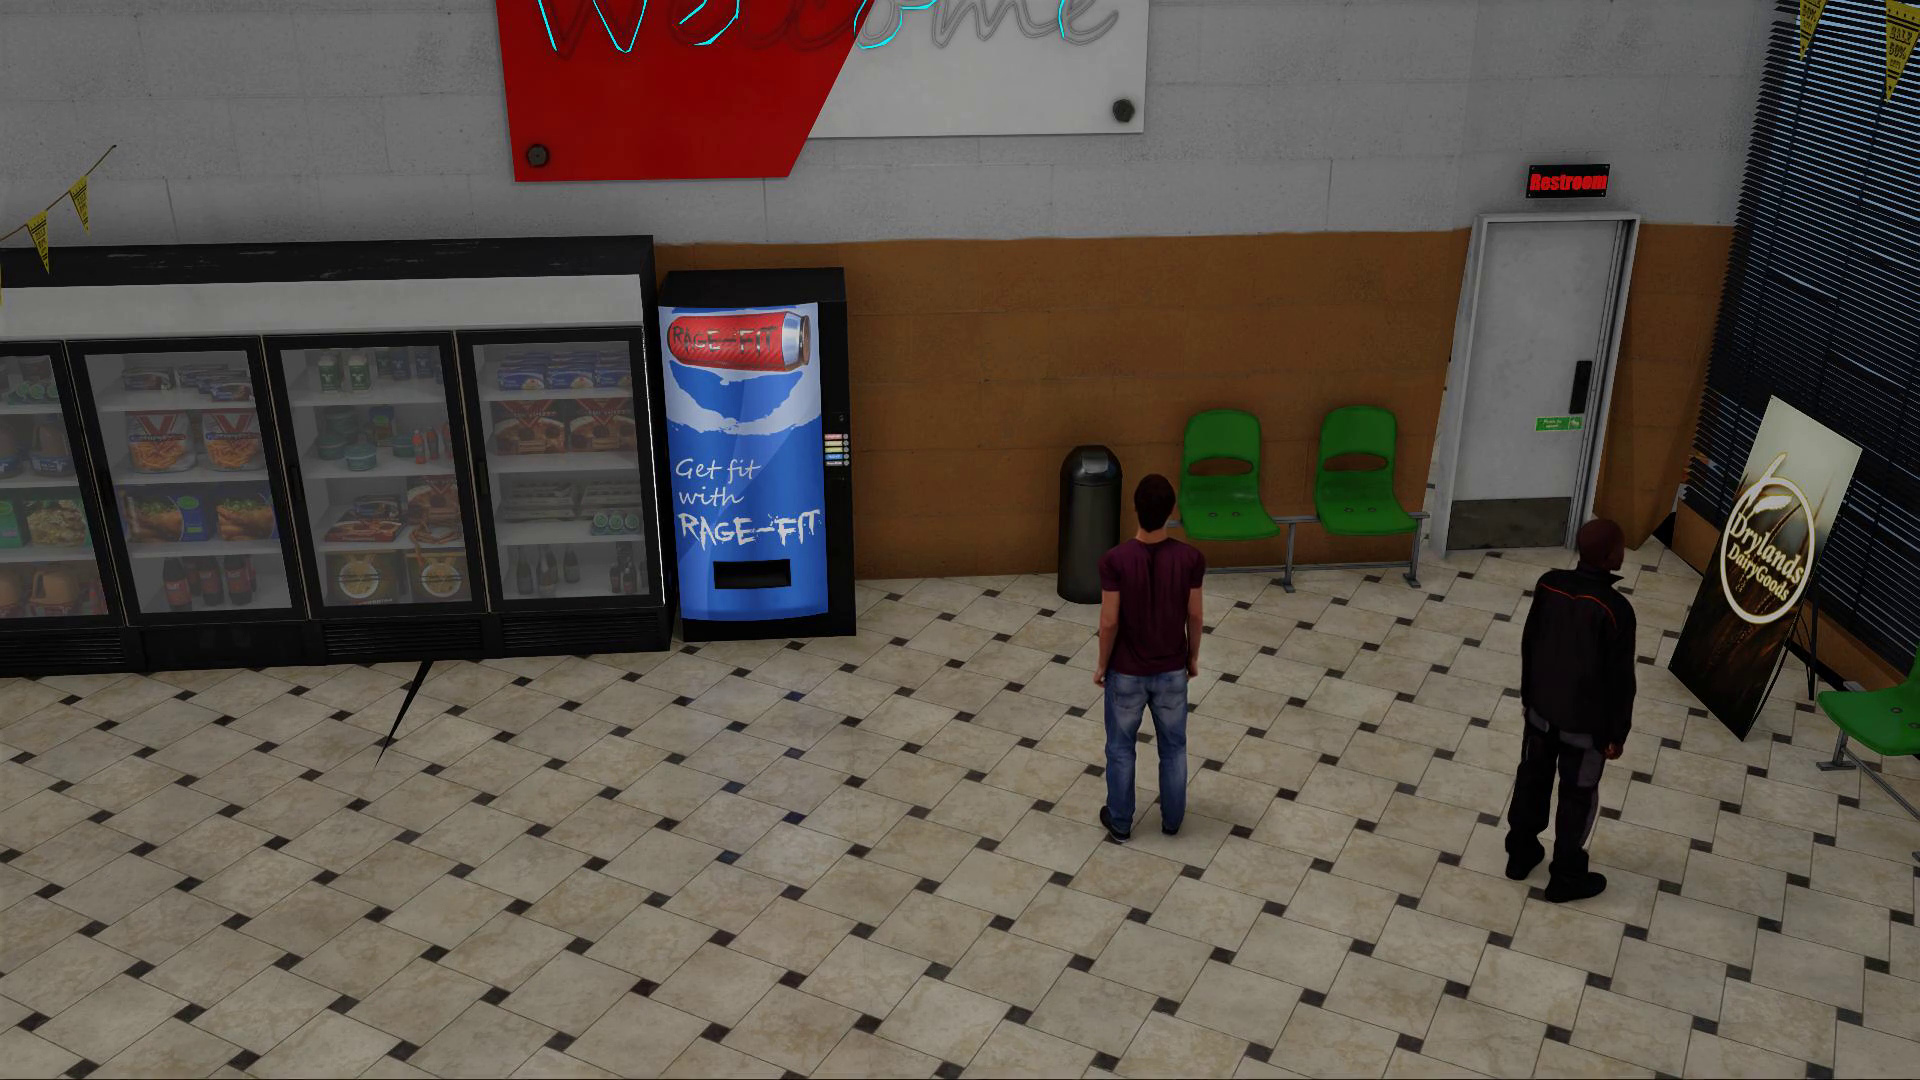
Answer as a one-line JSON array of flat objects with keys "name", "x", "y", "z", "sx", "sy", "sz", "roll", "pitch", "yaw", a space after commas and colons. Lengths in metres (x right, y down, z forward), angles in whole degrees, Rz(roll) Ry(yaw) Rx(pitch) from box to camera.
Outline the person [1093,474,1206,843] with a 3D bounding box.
[{"name": "person", "x": 0.884, "y": 0.572, "z": 7.810, "sx": 0.650, "sy": 1.854, "sz": 0.547, "roll": -1, "pitch": 24, "yaw": -3}]

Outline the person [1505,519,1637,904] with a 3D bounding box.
[{"name": "person", "x": 2.726, "y": 0.750, "z": 7.441, "sx": 0.855, "sy": 1.823, "sz": 0.733, "roll": -16, "pitch": 28, "yaw": -33}]
